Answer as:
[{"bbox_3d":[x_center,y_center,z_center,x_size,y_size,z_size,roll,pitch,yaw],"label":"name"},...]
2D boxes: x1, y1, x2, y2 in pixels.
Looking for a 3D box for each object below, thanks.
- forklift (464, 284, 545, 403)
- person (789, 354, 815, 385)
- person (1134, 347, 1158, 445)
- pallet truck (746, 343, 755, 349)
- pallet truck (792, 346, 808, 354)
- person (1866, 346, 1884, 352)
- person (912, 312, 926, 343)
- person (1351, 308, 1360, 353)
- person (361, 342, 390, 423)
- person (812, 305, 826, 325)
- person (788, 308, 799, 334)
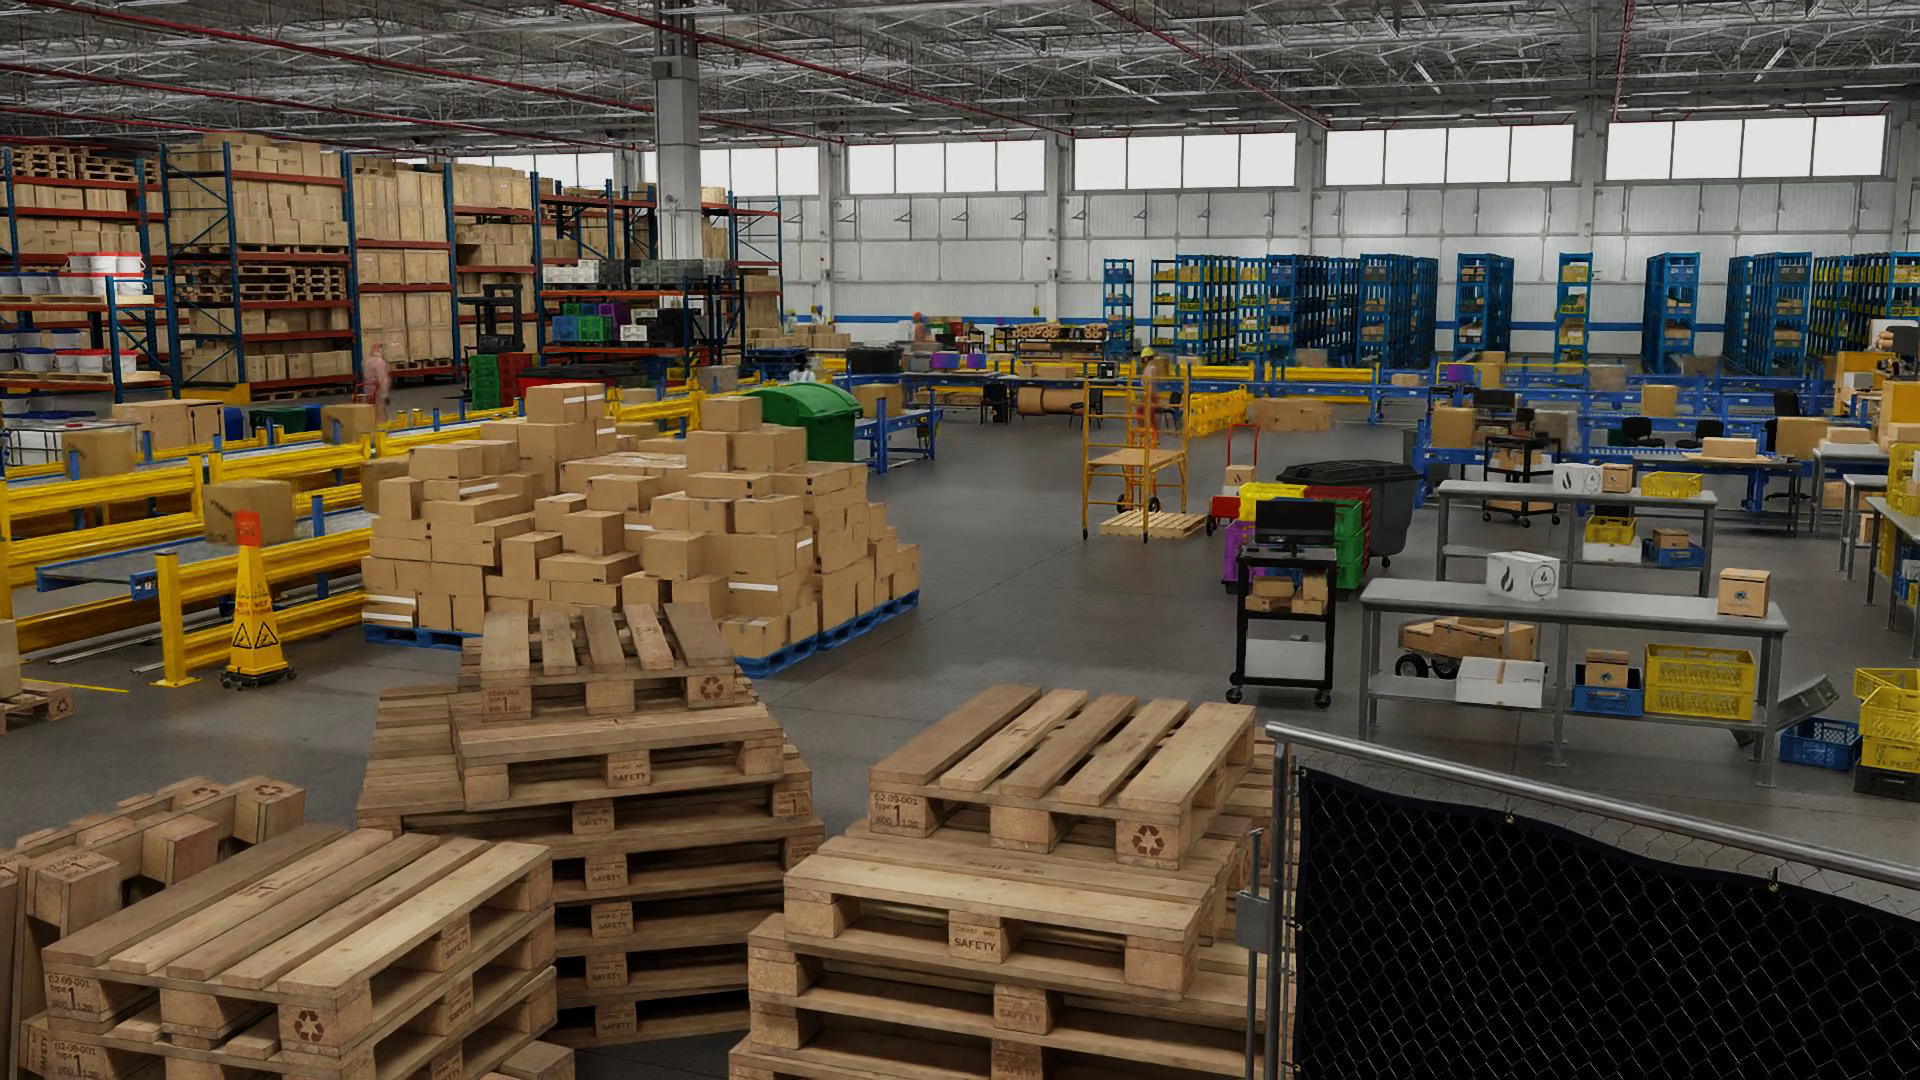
[{"bbox_3d":[-10.832,-4.702,39.610,1.129,2.768,1.873,3,10,20],"label":"forklift"},{"bbox_3d":[-2.787,-2.427,29.157,0.545,1.643,0.873,4,10,23],"label":"person"},{"bbox_3d":[3.307,-2.558,29.698,0.570,1.751,0.534,-1,9,-8],"label":"person"},{"bbox_3d":[-6.183,-4.618,44.264,1.601,1.201,0.680,-9,12,-43],"label":"pallet truck"},{"bbox_3d":[-3.705,-4.298,42.022,0.653,1.274,1.630,3,10,20],"label":"pallet truck"},{"bbox_3d":[21.140,-4.036,38.482,0.403,1.906,0.651,4,10,26],"label":"person"},{"bbox_3d":[-1.298,-5.674,48.615,1.016,1.945,0.655,2,9,10],"label":"person"},{"bbox_3d":[14.521,-7.603,61.093,0.395,1.837,0.564,8,12,43],"label":"person"},{"bbox_3d":[-10.245,-2.542,29.240,0.393,1.875,0.904,-9,13,-44],"label":"person"},{"bbox_3d":[-5.122,-7.587,60.655,0.615,1.943,0.409,-6,11,-32],"label":"person"},{"bbox_3d":[-6.578,-8.292,65.700,0.375,1.735,0.549,5,10,30],"label":"person"}]
